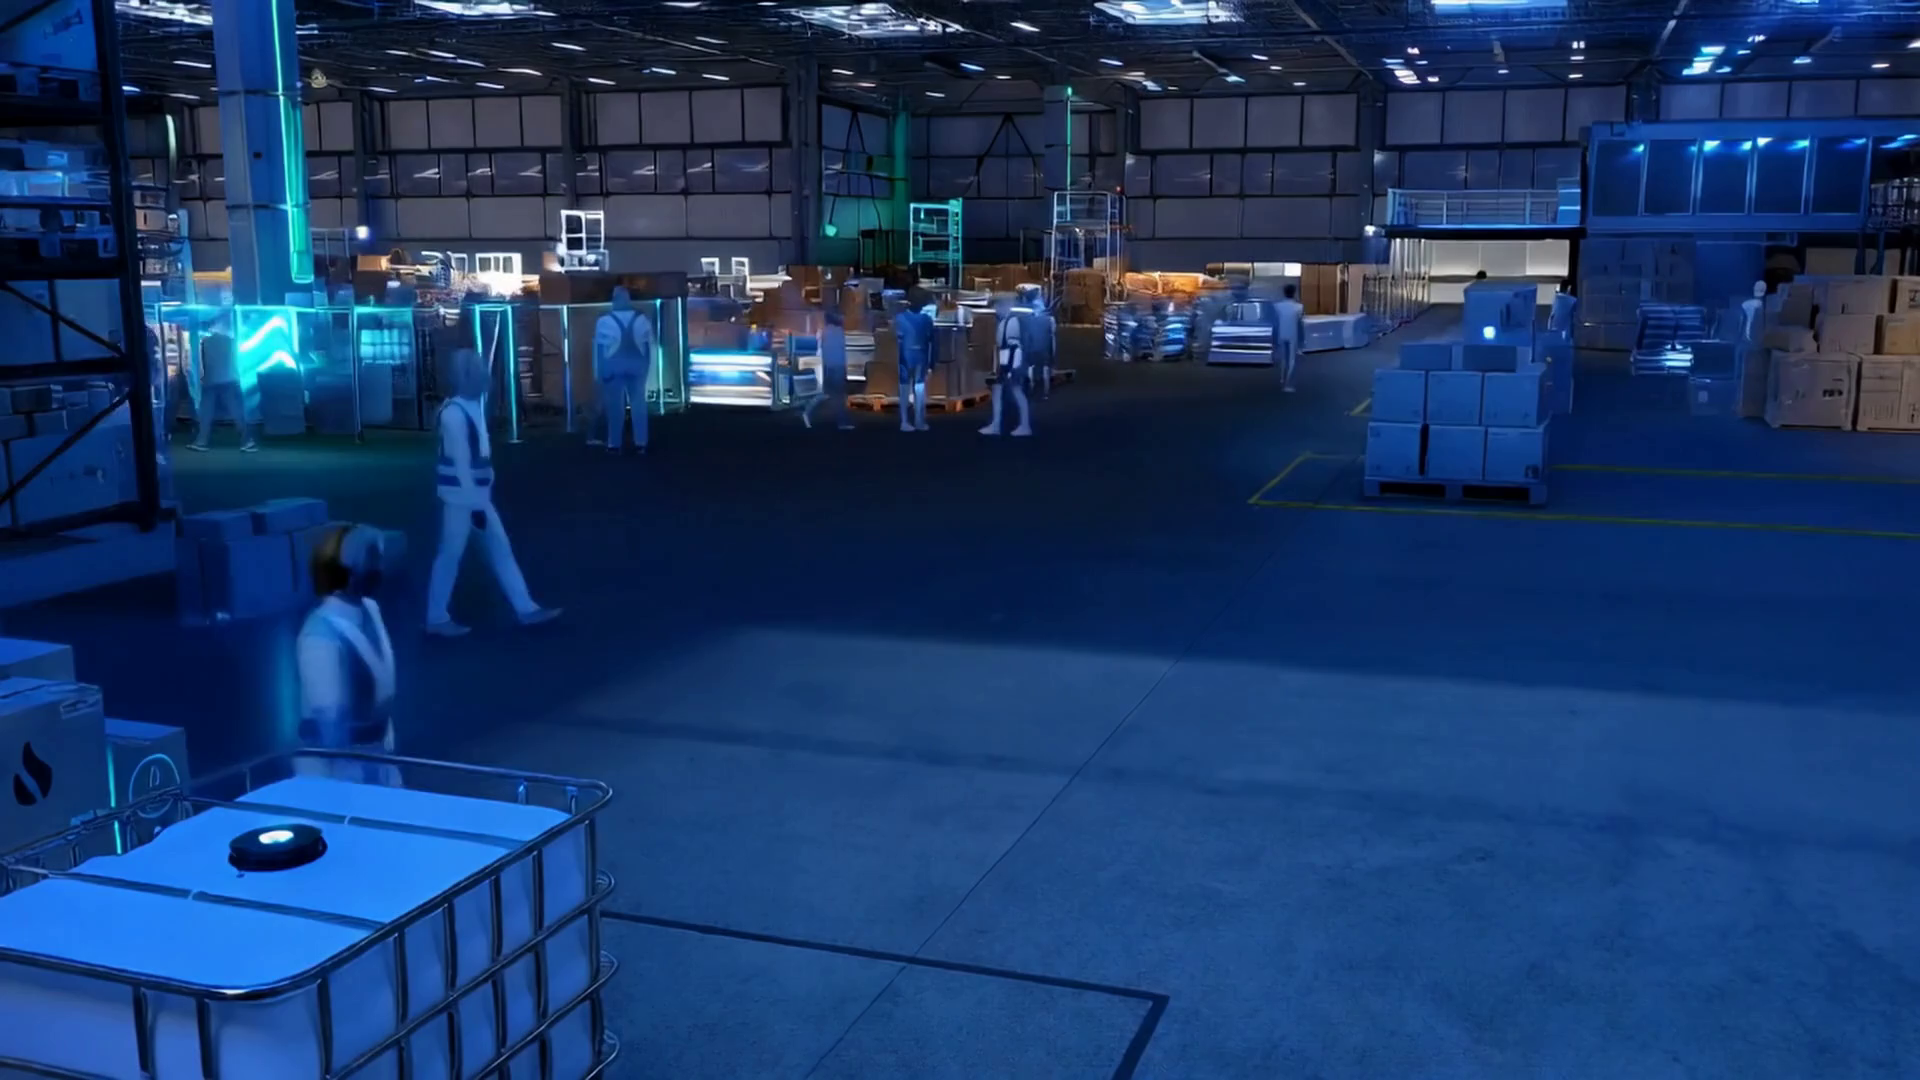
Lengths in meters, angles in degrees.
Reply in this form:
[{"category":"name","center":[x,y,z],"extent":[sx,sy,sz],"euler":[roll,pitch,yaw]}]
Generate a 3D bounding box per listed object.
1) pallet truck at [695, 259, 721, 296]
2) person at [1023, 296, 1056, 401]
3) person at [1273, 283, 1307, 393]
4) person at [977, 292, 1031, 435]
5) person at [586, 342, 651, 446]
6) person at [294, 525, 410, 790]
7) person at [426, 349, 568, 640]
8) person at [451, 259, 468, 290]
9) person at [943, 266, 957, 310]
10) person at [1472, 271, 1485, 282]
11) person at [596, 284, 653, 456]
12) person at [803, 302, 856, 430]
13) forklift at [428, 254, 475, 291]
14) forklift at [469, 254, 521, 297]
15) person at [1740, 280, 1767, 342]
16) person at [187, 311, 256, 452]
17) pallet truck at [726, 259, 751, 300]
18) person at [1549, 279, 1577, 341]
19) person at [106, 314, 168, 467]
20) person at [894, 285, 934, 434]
[{"category":"pallet truck","center":[-9.165,-9.627,62.776],"extent":[0.823,1.965,1.885],"euler":[4,11,23]},{"category":"person","center":[1.275,-3.066,26.701],"extent":[0.535,1.693,0.319],"euler":[1,10,6]},{"category":"person","center":[5.626,-3.431,28.309],"extent":[0.529,1.852,0.524],"euler":[7,12,35]},{"category":"person","center":[0.590,-2.307,21.860],"extent":[0.754,1.899,0.638],"euler":[-3,10,-15]},{"category":"person","center":[-4.336,-1.975,20.792],"extent":[0.856,1.584,0.523],"euler":[-8,13,-37]},{"category":"person","center":[-1.926,0.753,5.347],"extent":[0.461,1.619,0.546],"euler":[0,10,1]},{"category":"person","center":[-2.982,-0.268,10.485],"extent":[0.943,1.839,0.609],"euler":[0,10,1]},{"category":"person","center":[-16.499,-8.222,54.737],"extent":[0.614,2.040,0.390],"euler":[0,10,1]},{"category":"person","center":[-0.366,-9.843,64.279],"extent":[0.402,1.907,0.661],"euler":[-9,13,-41]},{"category":"person","center":[11.577,-5.035,37.129],"extent":[0.399,1.928,0.542],"euler":[4,11,21]},{"category":"person","center":[-4.035,-2.028,19.857],"extent":[0.684,2.000,0.538],"euler":[-6,12,-31]},{"category":"person","center":[-1.754,-2.332,22.413],"extent":[0.673,1.740,0.522],"euler":[-8,13,-39]},{"category":"forklift","center":[-20.133,-10.254,65.465],"extent":[1.157,1.987,2.680],"euler":[3,11,19]},{"category":"forklift","center":[-17.990,-10.121,64.684],"extent":[1.157,1.987,2.680],"euler":[3,11,17]},{"category":"person","center":[13.175,-3.319,27.473],"extent":[0.587,1.920,0.395],"euler":[1,10,5]},{"category":"person","center":[-8.930,-1.902,20.055],"extent":[0.922,1.722,0.538],"euler":[3,11,18]},{"category":"pallet truck","center":[-7.986,-9.493,62.019],"extent":[0.823,1.965,1.885],"euler":[3,11,17]},{"category":"person","center":[11.262,-3.932,31.107],"extent":[0.503,1.862,0.328],"euler":[0,10,3]},{"category":"person","center":[-9.441,-1.807,18.911],"extent":[1.016,1.949,0.618],"euler":[10,14,43]},{"category":"person","center":[-0.596,-2.406,22.198],"extent":[0.605,1.966,0.367],"euler":[-10,14,-43]}]
